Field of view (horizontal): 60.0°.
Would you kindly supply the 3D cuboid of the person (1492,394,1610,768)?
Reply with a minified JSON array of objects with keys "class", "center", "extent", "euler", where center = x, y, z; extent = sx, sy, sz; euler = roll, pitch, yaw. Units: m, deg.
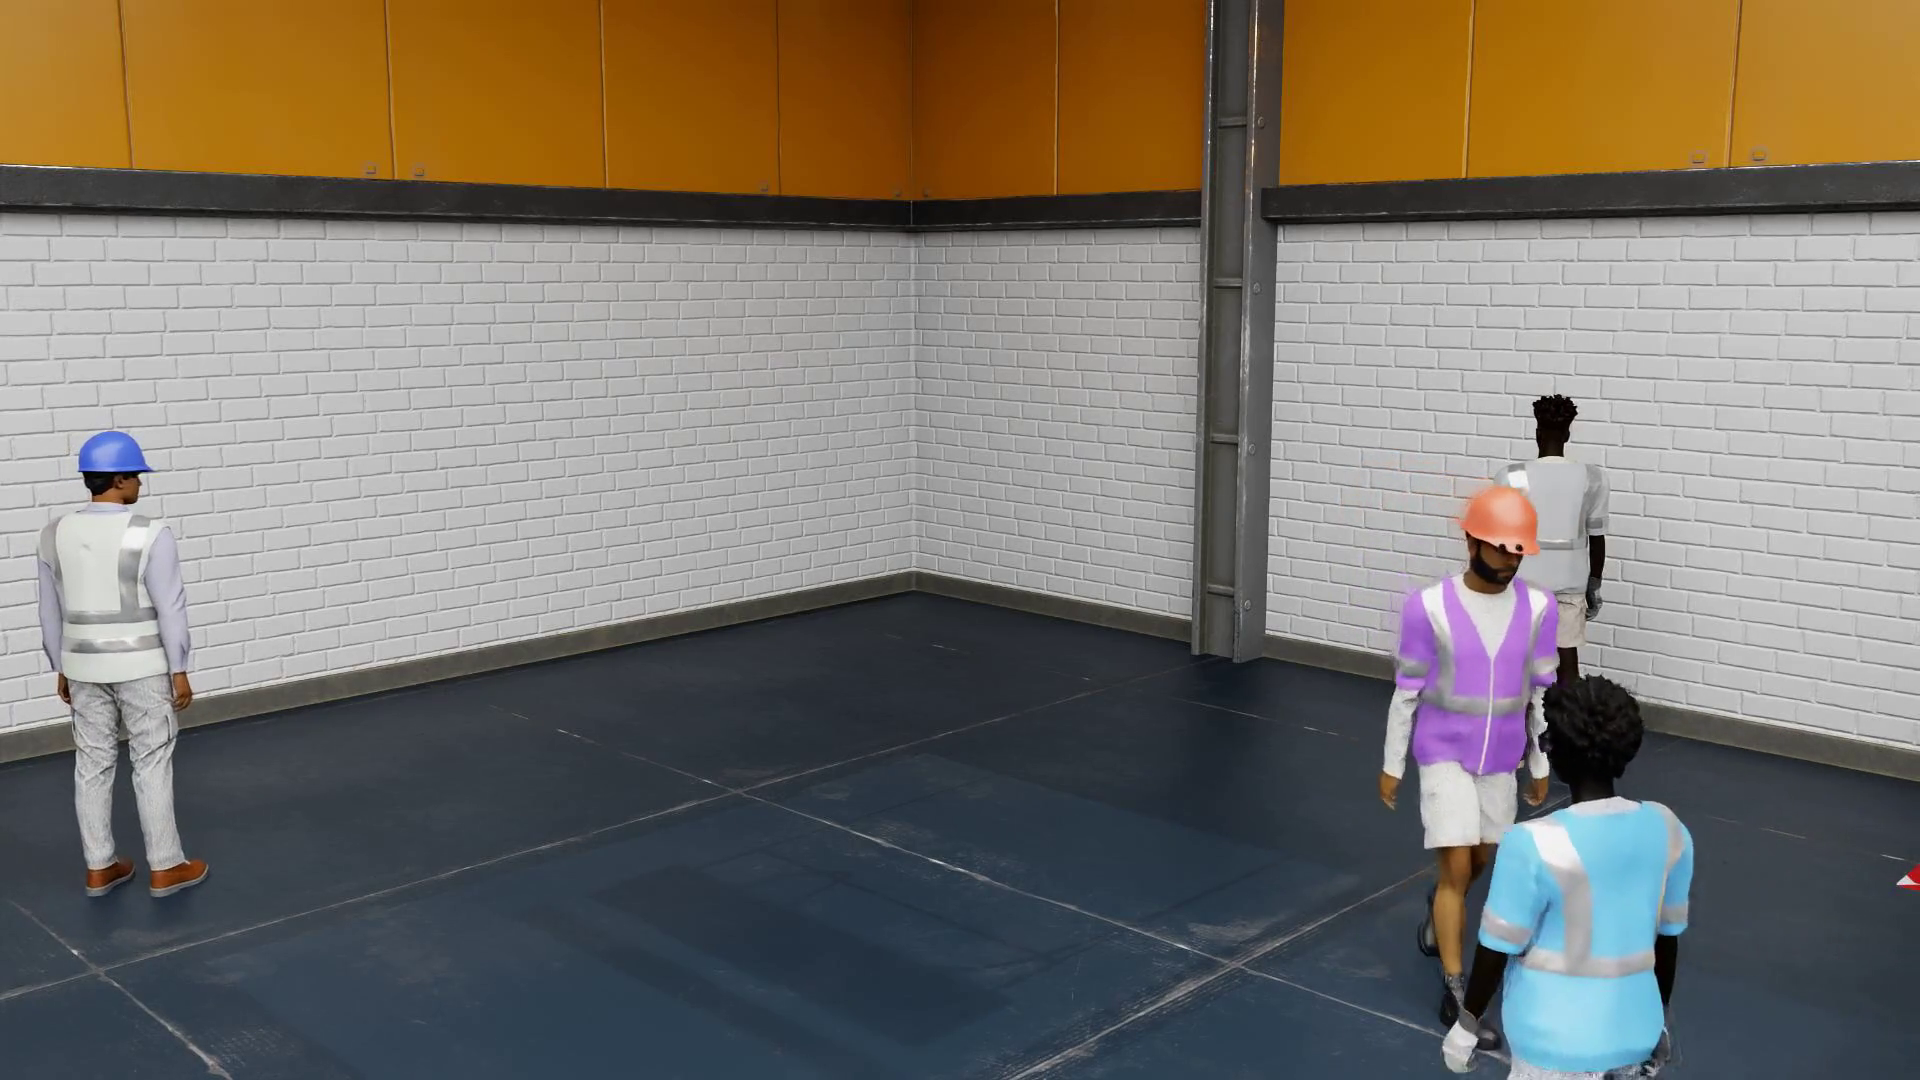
[{"class":"person","center":[3.053,0.219,8.693],"extent":[0.617,1.964,0.361],"euler":[0,9,2]}]

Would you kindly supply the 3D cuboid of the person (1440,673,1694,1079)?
[{"class":"person","center":[1.406,1.137,3.914],"extent":[0.541,1.683,0.437],"euler":[-5,11,-29]}]

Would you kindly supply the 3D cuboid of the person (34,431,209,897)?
[{"class":"person","center":[-3.484,0.521,6.913],"extent":[0.608,1.943,0.402],"euler":[1,9,6]}]

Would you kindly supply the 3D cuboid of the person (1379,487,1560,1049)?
[{"class":"person","center":[1.772,0.720,5.889],"extent":[0.590,1.895,0.906],"euler":[-1,9,-4]}]
